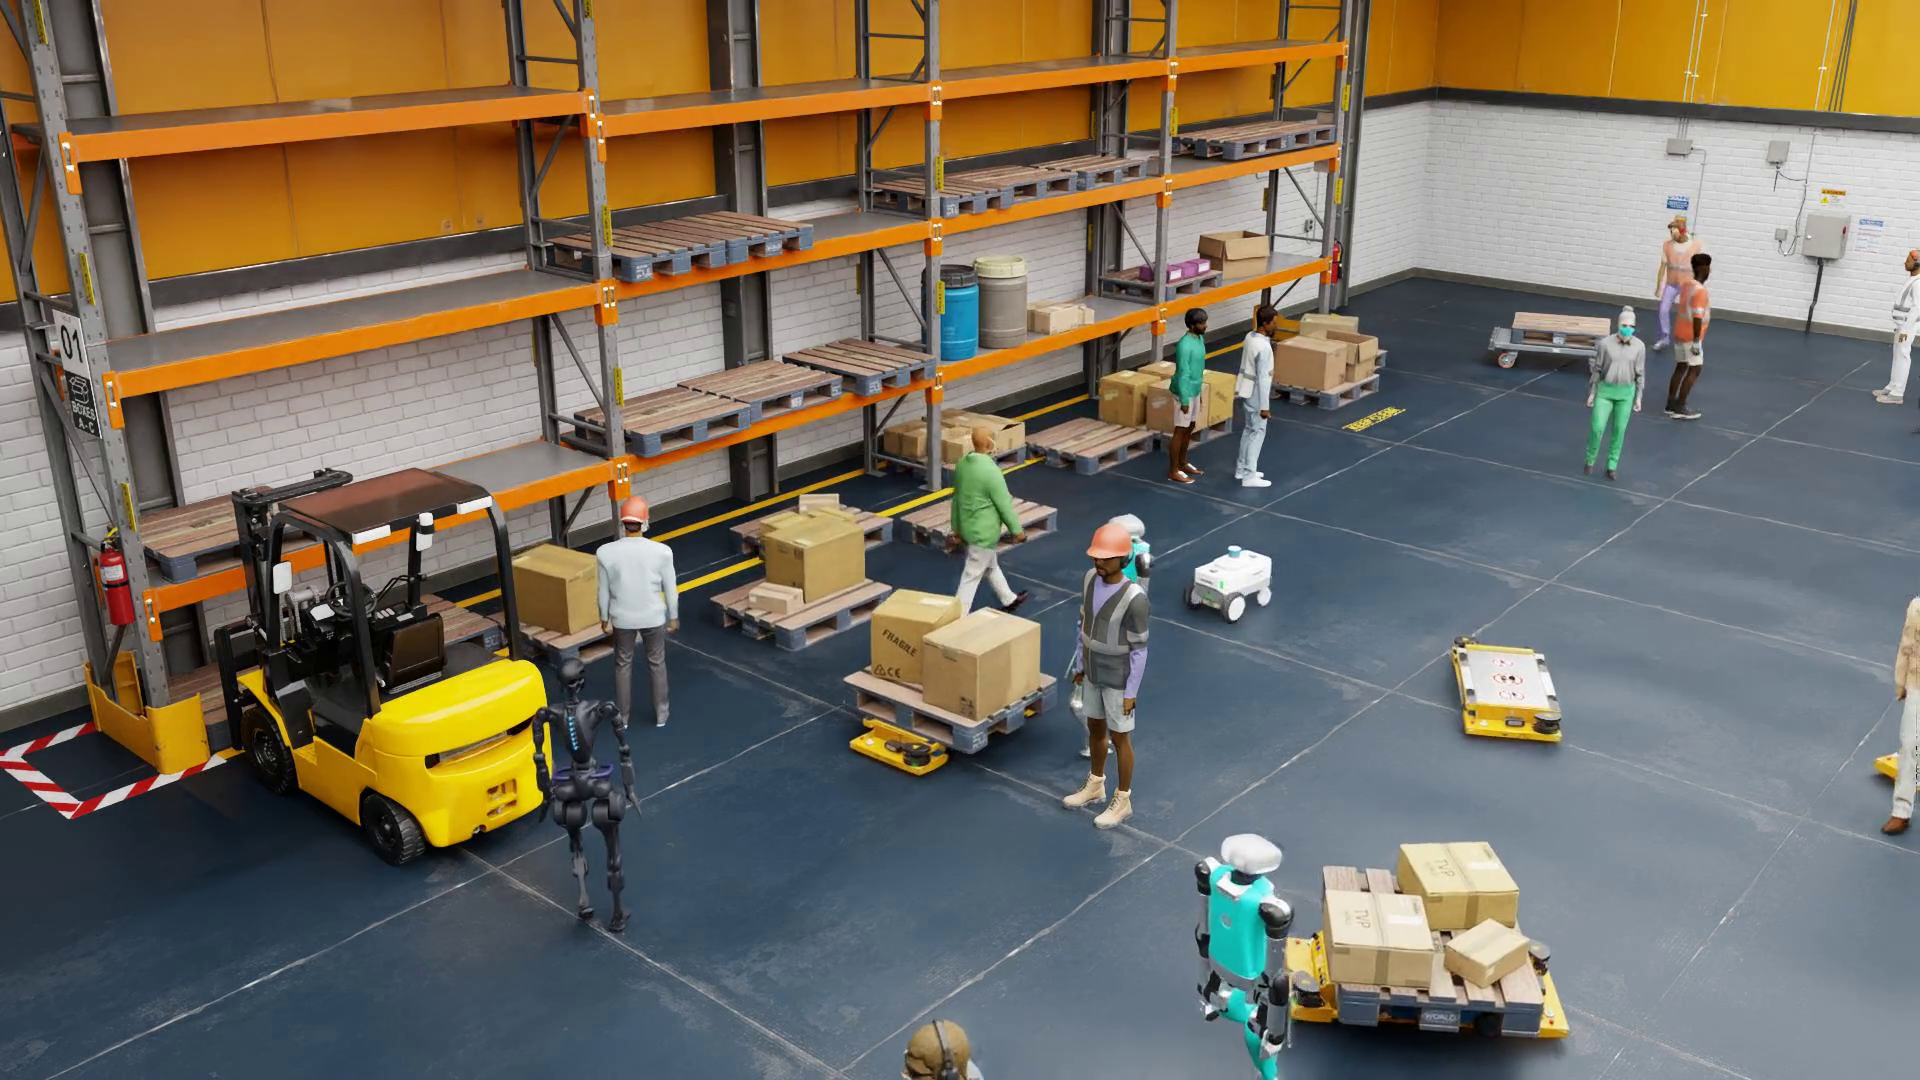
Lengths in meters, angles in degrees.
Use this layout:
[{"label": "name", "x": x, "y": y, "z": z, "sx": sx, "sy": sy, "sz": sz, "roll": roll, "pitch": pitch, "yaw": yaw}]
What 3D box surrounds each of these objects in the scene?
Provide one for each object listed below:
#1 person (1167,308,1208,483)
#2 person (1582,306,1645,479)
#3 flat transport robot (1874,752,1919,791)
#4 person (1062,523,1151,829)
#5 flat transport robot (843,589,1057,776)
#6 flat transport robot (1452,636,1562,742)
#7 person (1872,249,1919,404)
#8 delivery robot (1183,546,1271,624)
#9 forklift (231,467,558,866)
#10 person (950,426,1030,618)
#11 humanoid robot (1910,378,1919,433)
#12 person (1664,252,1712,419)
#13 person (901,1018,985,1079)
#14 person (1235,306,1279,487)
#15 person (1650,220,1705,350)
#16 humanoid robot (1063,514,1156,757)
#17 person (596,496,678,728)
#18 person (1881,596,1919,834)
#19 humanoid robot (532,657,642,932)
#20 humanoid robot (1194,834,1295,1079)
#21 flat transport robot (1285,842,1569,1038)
[{"label": "person", "x": 2.377, "y": -1.528, "z": 17.430, "sx": 0.386, "sy": 1.841, "sz": 0.492, "roll": 10, "pitch": 22, "yaw": 25}, {"label": "person", "x": 6.893, "y": -1.550, "z": 17.477, "sx": 0.538, "sy": 1.836, "sz": 0.366, "roll": 4, "pitch": 21, "yaw": 11}, {"label": "flat transport robot", "x": 7.099, "y": 1.511, "z": 11.458, "sx": 1.431, "sy": 0.231, "sz": 0.659, "roll": -9, "pitch": 22, "yaw": -22}, {"label": "person", "x": 0.936, "y": 0.858, "z": 10.664, "sx": 0.361, "sy": 2.048, "sz": 0.605, "roll": -14, "pitch": 24, "yaw": -32}, {"label": "flat transport robot", "x": -0.070, "y": 1.291, "z": 12.053, "sx": 0.659, "sy": 0.231, "sz": 1.431, "roll": 16, "pitch": 26, "yaw": 37}, {"label": "flat transport robot", "x": 4.102, "y": 1.113, "z": 12.536, "sx": 0.659, "sy": 0.231, "sz": 1.431, "roll": 4, "pitch": 21, "yaw": 11}, {"label": "person", "x": 11.514, "y": -2.604, "z": 20.280, "sx": 0.357, "sy": 1.882, "sz": 0.573, "roll": 8, "pitch": 22, "yaw": 20}, {"label": "delivery robot", "x": 2.308, "y": 0.363, "z": 14.184, "sx": 0.811, "sy": 0.614, "sz": 0.499, "roll": -17, "pitch": 26, "yaw": -39}, {"label": "forklift", "x": -3.730, "y": 0.710, "z": 10.856, "sx": 2.313, "sy": 2.155, "sz": 1.214, "roll": 17, "pitch": 26, "yaw": 38}, {"label": "person", "x": 0.263, "y": -0.092, "z": 13.669, "sx": 0.942, "sy": 1.728, "sz": 0.553, "roll": -12, "pitch": 23, "yaw": -30}, {"label": "humanoid robot", "x": 11.180, "y": -1.951, "z": 18.815, "sx": 0.423, "sy": 1.643, "sz": 0.588, "roll": -9, "pitch": 22, "yaw": -24}, {"label": "person", "x": 8.673, "y": -2.427, "z": 19.734, "sx": 0.371, "sy": 1.933, "sz": 0.690, "roll": 1, "pitch": 20, "yaw": 2}, {"label": "person", "x": -0.086, "y": 2.590, "z": 6.143, "sx": 0.517, "sy": 1.921, "sz": 0.665, "roll": -4, "pitch": 21, "yaw": -10}, {"label": "person", "x": 3.062, "y": -1.486, "z": 17.222, "sx": 0.402, "sy": 1.906, "sz": 0.596, "roll": -2, "pitch": 20, "yaw": -5}, {"label": "person", "x": 9.849, "y": -3.456, "z": 22.692, "sx": 0.631, "sy": 1.809, "sz": 0.398, "roll": 18, "pitch": 27, "yaw": 40}, {"label": "humanoid robot", "x": 0.942, "y": 0.731, "z": 11.481, "sx": 0.745, "sy": 1.805, "sz": 0.532, "roll": -8, "pitch": 22, "yaw": -20}, {"label": "person", "x": -2.319, "y": 0.524, "z": 12.006, "sx": 0.575, "sy": 1.737, "sz": 0.351, "roll": -2, "pitch": 20, "yaw": -7}, {"label": "person", "x": 6.360, "y": 0.954, "z": 10.725, "sx": 0.615, "sy": 1.825, "sz": 0.979, "roll": 16, "pitch": 26, "yaw": 37}, {"label": "humanoid robot", "x": -2.139, "y": 1.462, "z": 9.548, "sx": 0.602, "sy": 1.639, "sz": 0.360, "roll": 0, "pitch": 20, "yaw": -1}, {"label": "humanoid robot", "x": 1.416, "y": 2.122, "z": 7.701, "sx": 0.824, "sy": 1.793, "sz": 0.537, "roll": -14, "pitch": 25, "yaw": -34}, {"label": "flat transport robot", "x": 2.513, "y": 2.395, "z": 9.062, "sx": 1.431, "sy": 0.231, "sz": 0.659, "roll": 2, "pitch": 20, "yaw": 7}]
